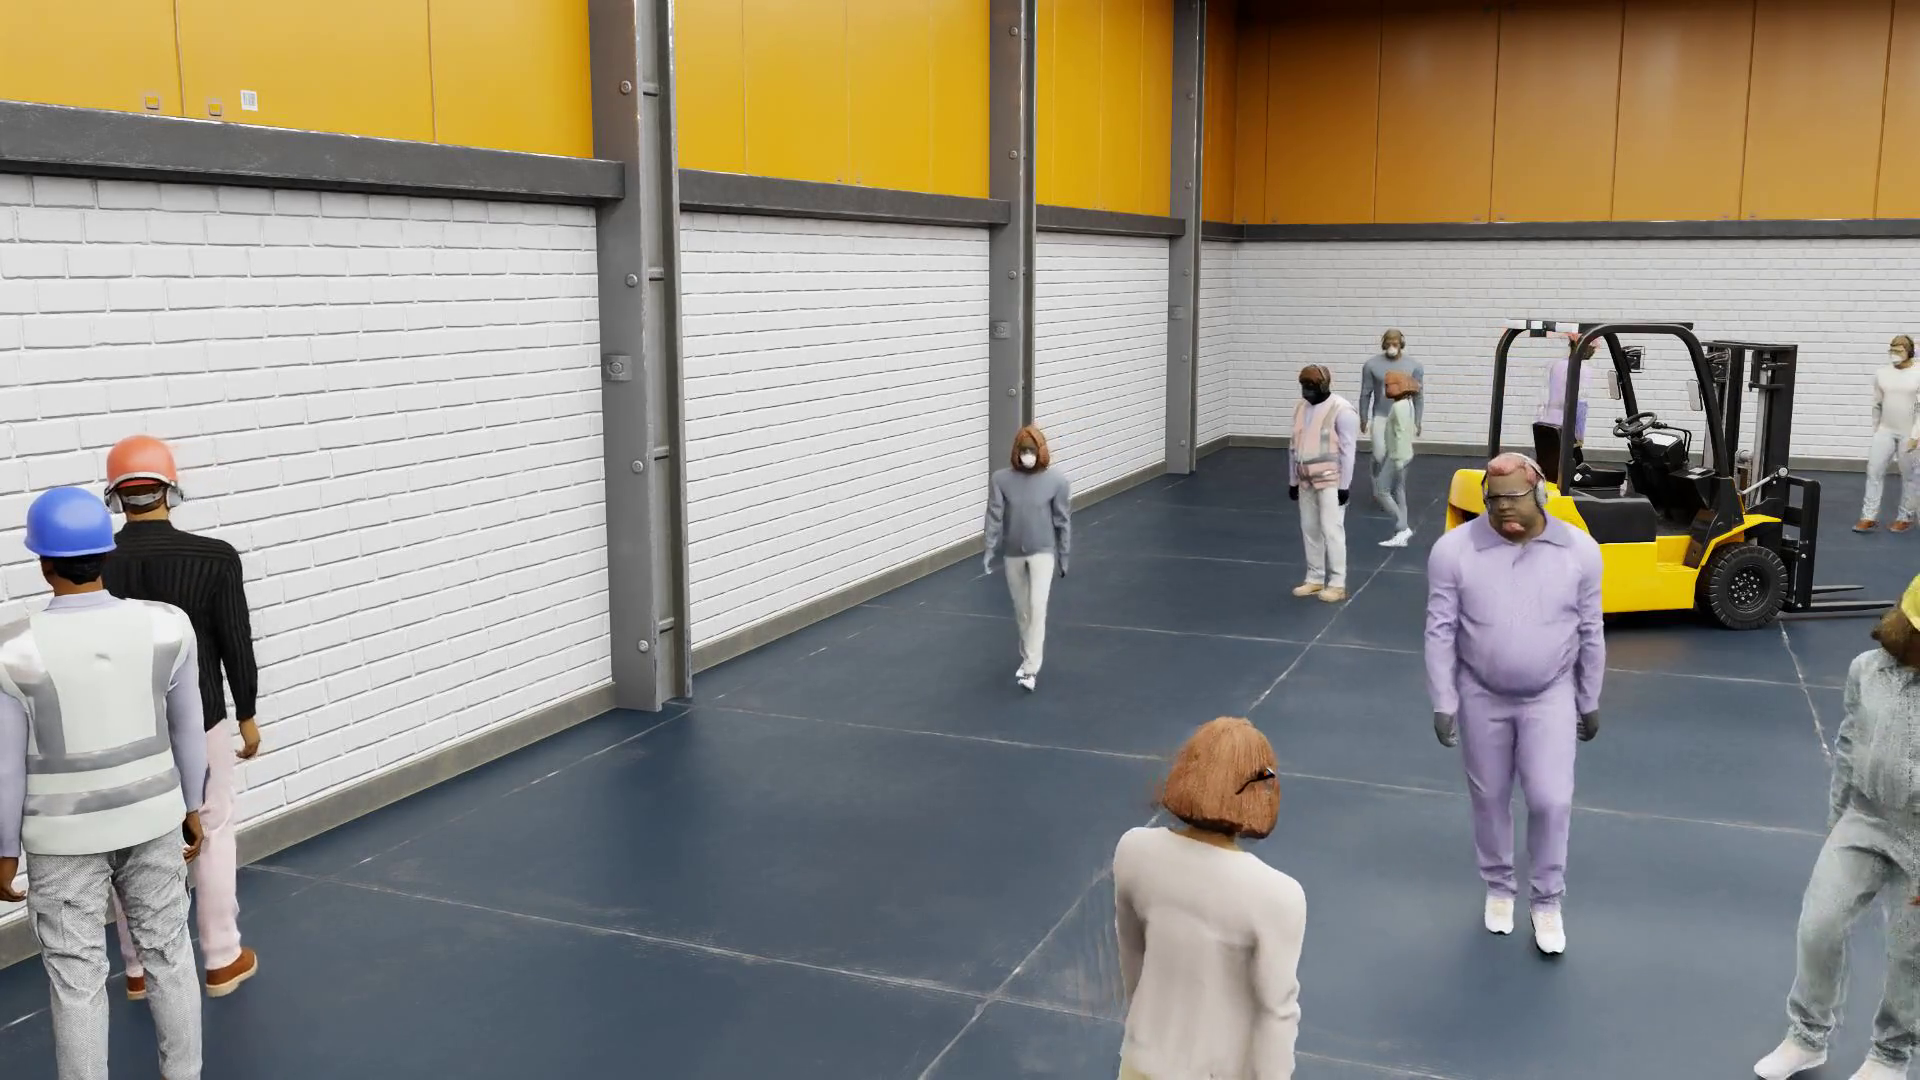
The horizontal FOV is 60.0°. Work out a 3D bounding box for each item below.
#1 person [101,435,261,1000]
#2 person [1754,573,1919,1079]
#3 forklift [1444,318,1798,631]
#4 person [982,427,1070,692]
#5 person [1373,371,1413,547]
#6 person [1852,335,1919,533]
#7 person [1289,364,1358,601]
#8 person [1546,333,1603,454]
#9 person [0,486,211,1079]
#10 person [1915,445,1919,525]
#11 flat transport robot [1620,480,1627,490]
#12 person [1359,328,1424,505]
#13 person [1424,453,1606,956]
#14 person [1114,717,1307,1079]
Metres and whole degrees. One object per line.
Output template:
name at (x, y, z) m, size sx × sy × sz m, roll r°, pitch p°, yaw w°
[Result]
person at (-2.801, 0.622, 5.855) m, size 0.635 × 1.982 × 0.430 m, roll -2°, pitch 9°, yaw -9°
person at (2.785, 0.906, 4.994) m, size 0.561 × 1.699 × 0.543 m, roll -5°, pitch 11°, yaw -30°
forklift at (4.706, -0.497, 11.990) m, size 2.313 × 2.155 × 1.214 m, roll -2°, pitch 10°, yaw -10°
person at (0.390, 0.120, 10.087) m, size 0.506 × 1.591 × 0.856 m, roll 3°, pitch 10°, yaw 18°
person at (3.949, -0.727, 15.128) m, size 0.353 × 1.619 × 0.496 m, roll 3°, pitch 10°, yaw 20°
person at (8.901, -0.988, 15.860) m, size 0.833 × 1.905 × 0.628 m, roll -6°, pitch 11°, yaw -32°
person at (2.768, -0.441, 12.797) m, size 0.433 × 1.824 × 0.649 m, roll -5°, pitch 11°, yaw -29°
person at (5.792, -1.074, 16.046) m, size 0.702 × 2.009 × 0.650 m, roll -1°, pitch 9°, yaw -7°
person at (-2.472, 0.813, 4.790) m, size 0.380 × 1.951 × 0.605 m, roll 9°, pitch 13°, yaw 43°
person at (5.990, -0.032, 9.980) m, size 0.366 × 1.927 × 0.585 m, roll -2°, pitch 10°, yaw -11°
flat transport robot at (7.131, -0.492, 17.775) m, size 0.652 × 0.197 × 1.431 m, roll 6°, pitch 11°, yaw 32°
person at (4.529, -1.267, 17.470) m, size 0.654 × 1.920 × 0.416 m, roll 2°, pitch 10°, yaw 13°
person at (2.074, 0.608, 6.247) m, size 0.656 × 1.877 × 0.658 m, roll 3°, pitch 10°, yaw 18°
person at (0.571, 1.165, 3.712) m, size 0.517 × 1.588 × 0.835 m, roll 8°, pitch 12°, yaw 39°
